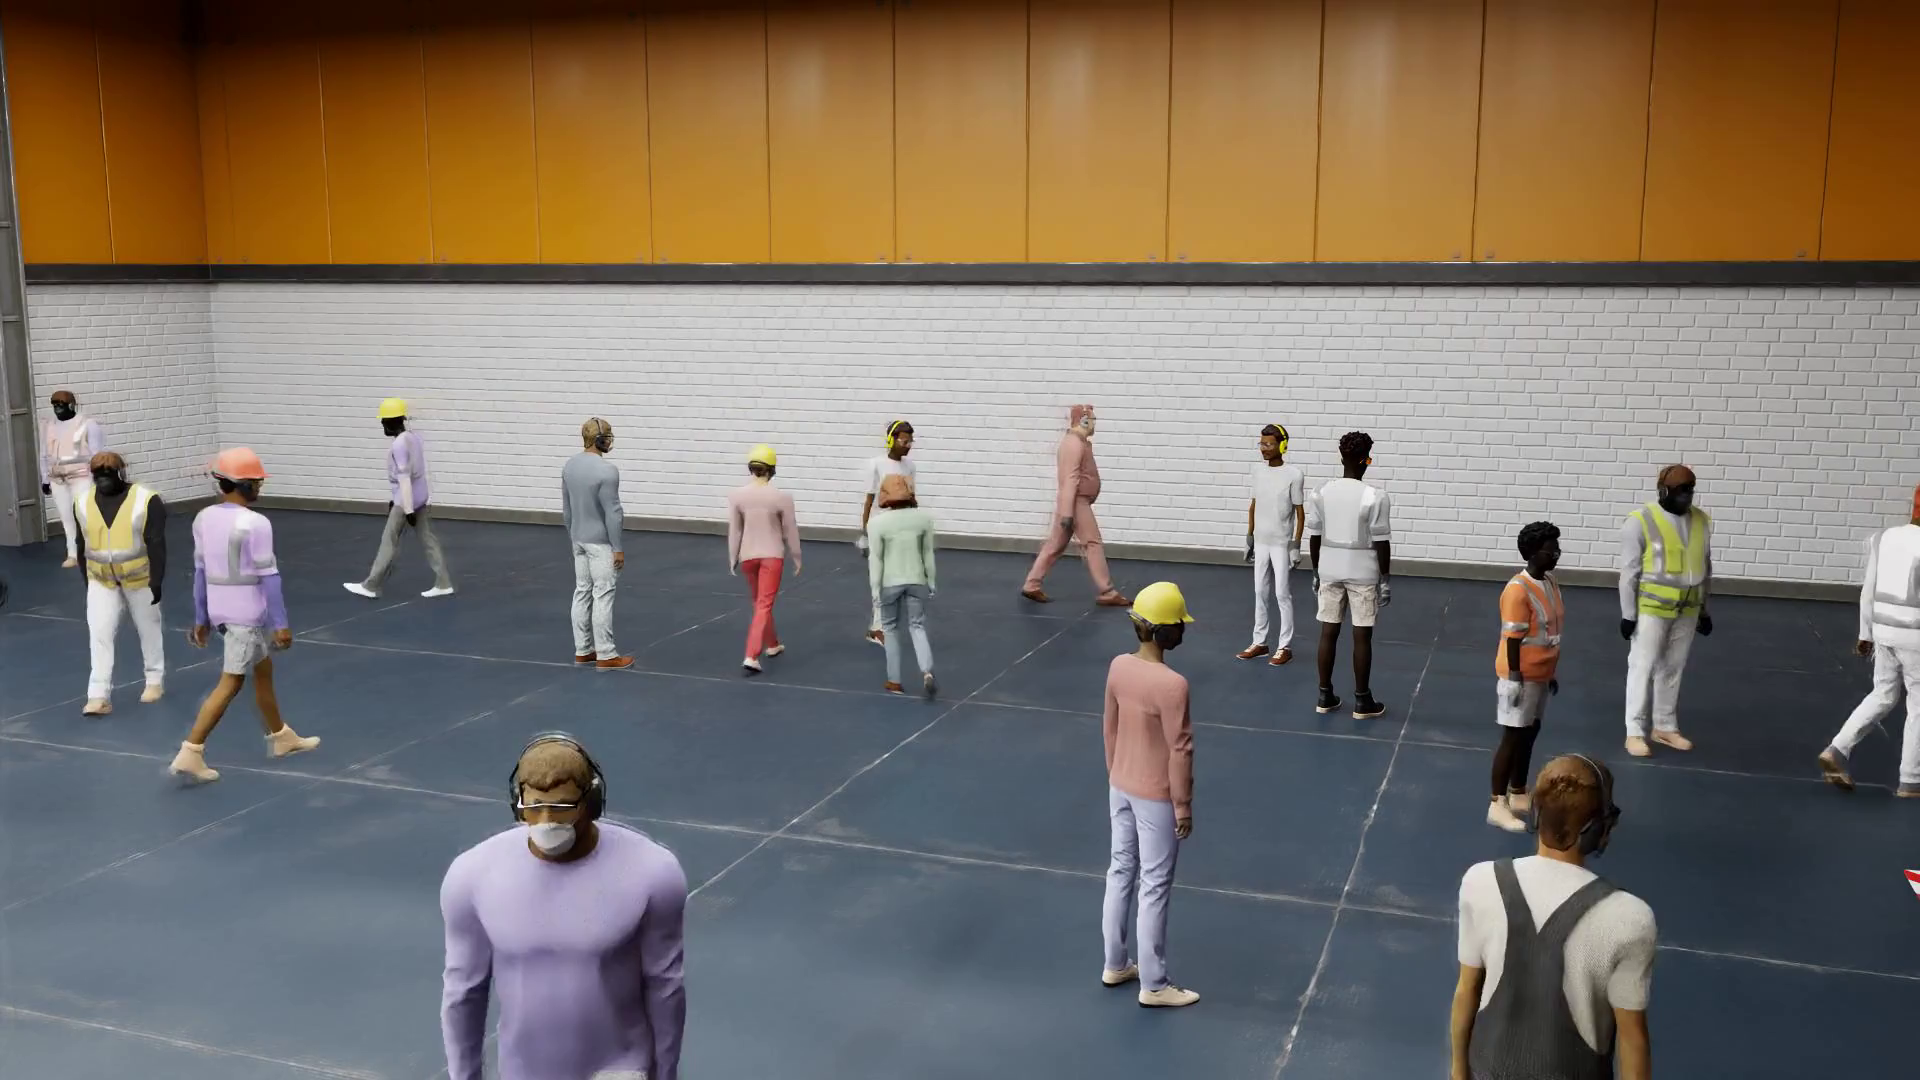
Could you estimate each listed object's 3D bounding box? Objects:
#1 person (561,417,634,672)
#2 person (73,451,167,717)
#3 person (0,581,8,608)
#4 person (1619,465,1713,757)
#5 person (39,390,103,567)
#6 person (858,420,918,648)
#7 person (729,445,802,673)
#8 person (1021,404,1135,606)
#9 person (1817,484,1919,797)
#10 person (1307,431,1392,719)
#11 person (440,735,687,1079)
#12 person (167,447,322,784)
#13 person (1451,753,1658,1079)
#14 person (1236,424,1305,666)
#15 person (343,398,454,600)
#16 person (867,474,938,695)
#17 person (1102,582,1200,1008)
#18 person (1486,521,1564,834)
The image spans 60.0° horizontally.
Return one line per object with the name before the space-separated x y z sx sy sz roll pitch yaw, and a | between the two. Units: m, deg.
person | -2.776 0.032 12.689 0.635 1.937 0.353 8 12 42
person | -5.791 0.297 11.450 0.633 1.799 0.921 -1 9 -8
person | -8.642 -0.228 14.365 0.560 1.917 0.555 3 10 18
person | 4.458 0.439 10.491 0.647 1.834 0.430 -3 10 -16
person | -9.144 -0.627 17.113 0.624 1.832 0.429 1 9 6
person | -0.522 -0.038 13.414 0.629 1.840 0.544 9 13 44
person | -1.508 0.130 12.765 0.542 1.721 0.917 3 10 16
person | 1.036 -0.313 15.127 1.023 1.857 0.644 0 9 -1
person | 5.382 0.571 9.568 0.621 1.873 0.615 -2 9 -13
person | 2.664 0.234 11.345 0.604 1.966 0.367 7 12 38
person | -1.039 1.386 4.491 0.647 1.900 0.990 -1 9 -6
person | -4.380 0.440 10.013 0.624 1.998 1.041 6 11 33
person | 1.470 1.455 4.256 0.520 1.828 0.679 7 12 38
person | 2.418 0.037 12.886 0.314 1.864 0.535 -8 12 -41
person | -5.204 -0.373 15.401 0.989 1.875 0.612 0 9 -2
person | -0.385 0.336 11.866 0.513 1.597 0.569 -4 10 -22
person | 0.801 1.046 6.927 0.329 1.767 0.528 -5 10 -29
person | 3.118 0.733 9.100 0.316 1.696 0.572 8 12 39
